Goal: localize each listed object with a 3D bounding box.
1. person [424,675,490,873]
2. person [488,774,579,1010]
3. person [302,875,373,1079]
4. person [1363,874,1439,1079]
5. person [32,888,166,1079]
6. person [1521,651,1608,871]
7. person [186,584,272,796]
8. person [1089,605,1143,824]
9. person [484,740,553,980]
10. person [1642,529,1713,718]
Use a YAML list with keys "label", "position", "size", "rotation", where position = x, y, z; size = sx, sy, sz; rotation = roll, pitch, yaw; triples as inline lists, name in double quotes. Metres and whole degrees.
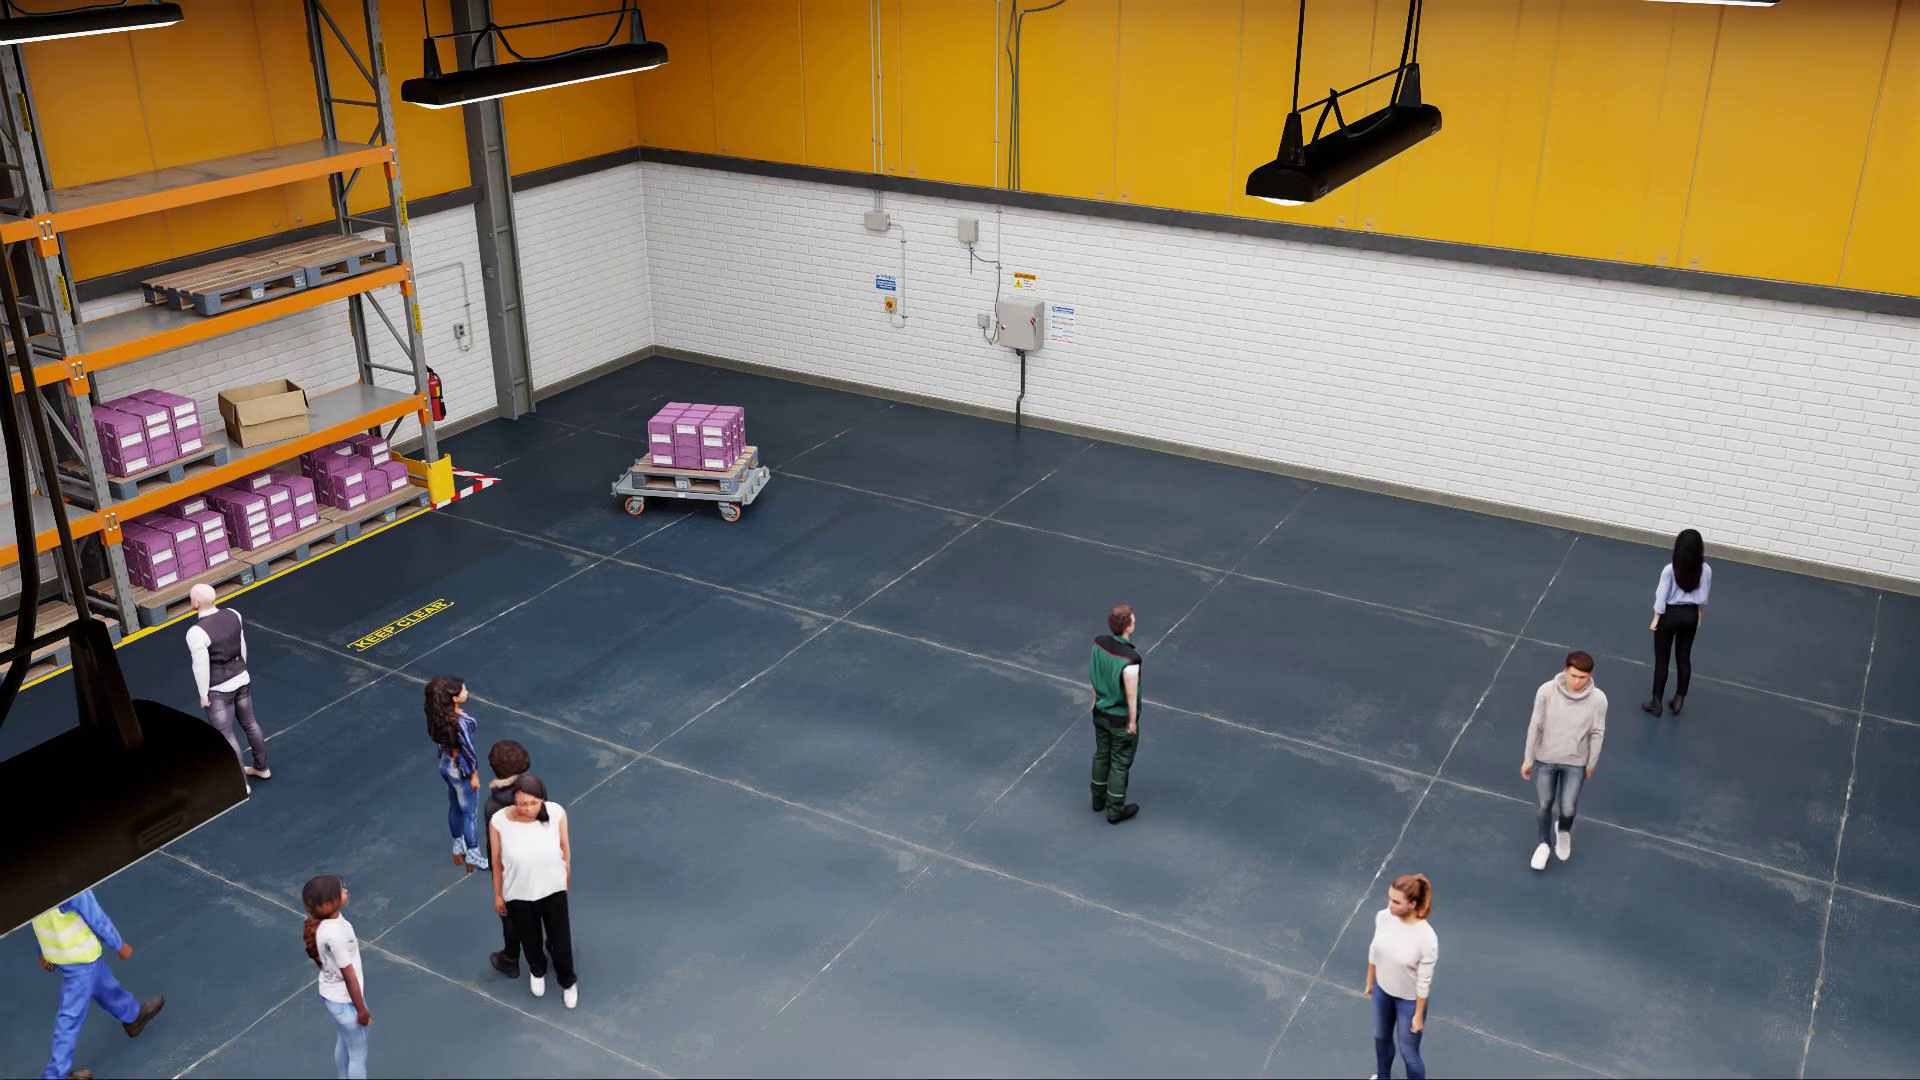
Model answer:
- label: "person"
  position: [-3.731, 1.723, 12.408]
  size: [0.651, 1.616, 0.667]
  rotation: [-19, 30, -37]
- label: "person"
  position: [-2.840, 2.269, 11.088]
  size: [0.870, 1.673, 0.930]
  rotation: [-5, 24, -11]
- label: "person"
  position: [-3.688, 2.740, 9.954]
  size: [0.651, 1.719, 0.661]
  rotation: [-16, 28, -33]
- label: "person"
  position: [2.649, 2.733, 9.973]
  size: [0.691, 1.716, 0.696]
  rotation: [-15, 28, -31]
- label: "person"
  position: [-5.527, 2.589, 10.230]
  size: [0.672, 1.775, 1.160]
  rotation: [14, 27, 29]
- label: "person"
  position: [4.515, 1.590, 12.435]
  size: [0.676, 1.838, 0.679]
  rotation: [11, 26, 24]
- label: "person"
  position: [-5.906, 1.185, 13.383]
  size: [0.790, 1.820, 0.604]
  rotation: [7, 25, 15]
- label: "person"
  position: [1.217, 1.336, 13.011]
  size: [0.707, 1.842, 0.712]
  rotation: [-18, 29, -35]
- label: "person"
  position: [-2.949, 2.153, 11.225]
  size: [0.683, 1.776, 0.799]
  rotation: [-17, 29, -34]
- label: "person"
  position: [6.268, 0.720, 14.543]
  size: [0.736, 1.744, 0.761]
  rotation: [-3, 24, -6]
